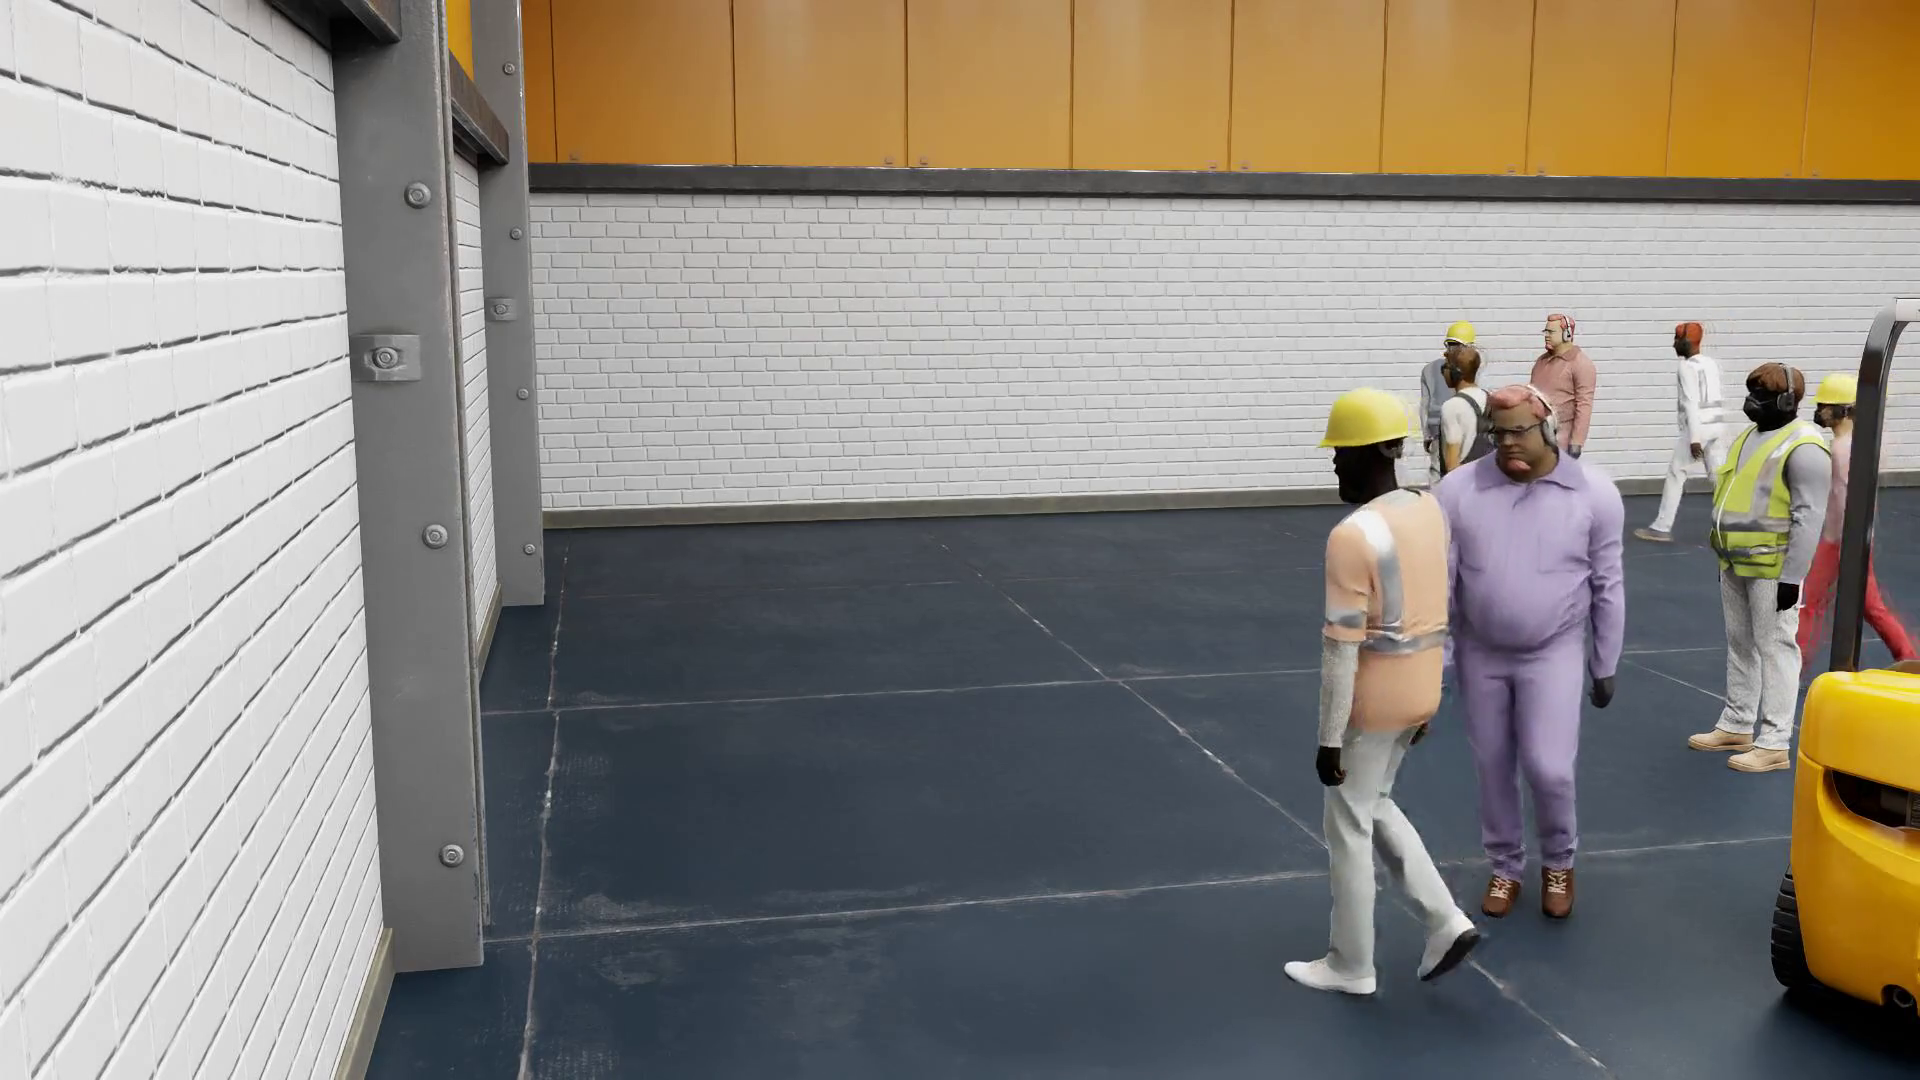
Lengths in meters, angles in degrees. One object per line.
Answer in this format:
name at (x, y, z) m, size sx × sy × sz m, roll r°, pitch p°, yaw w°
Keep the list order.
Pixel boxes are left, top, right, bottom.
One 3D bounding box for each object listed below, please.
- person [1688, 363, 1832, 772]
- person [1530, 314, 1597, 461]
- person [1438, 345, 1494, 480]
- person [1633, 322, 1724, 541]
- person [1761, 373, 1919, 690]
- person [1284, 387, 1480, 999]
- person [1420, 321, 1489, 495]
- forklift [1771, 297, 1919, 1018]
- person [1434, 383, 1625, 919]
person at (3.627, 0.127, 7.556) m, size 0.437 × 1.842 × 0.632 m, roll -1°, pitch 9°, yaw -5°
person at (4.643, -0.812, 13.031) m, size 0.407 × 1.909 × 0.638 m, roll -3°, pitch 10°, yaw -20°
person at (3.141, -0.316, 10.386) m, size 0.514 × 1.798 × 0.985 m, roll -6°, pitch 11°, yaw -33°
person at (6.071, -0.861, 13.636) m, size 0.598 × 1.826 × 0.838 m, roll -8°, pitch 12°, yaw -40°
person at (4.676, -0.010, 8.718) m, size 0.900 × 1.725 × 0.537 m, roll 6°, pitch 11°, yaw 33°
person at (1.286, 0.491, 5.076) m, size 0.494 × 1.908 × 0.589 m, roll 9°, pitch 13°, yaw 43°
person at (4.065, -0.873, 13.628) m, size 0.591 × 1.833 × 0.403 m, roll 8°, pitch 12°, yaw 39°
forklift at (3.542, 0.334, 5.177) m, size 2.313 × 2.155 × 1.214 m, roll -9°, pitch 13°, yaw -43°
person at (1.928, 0.398, 5.746) m, size 0.649 × 1.882 × 0.460 m, roll 5°, pitch 11°, yaw 29°
